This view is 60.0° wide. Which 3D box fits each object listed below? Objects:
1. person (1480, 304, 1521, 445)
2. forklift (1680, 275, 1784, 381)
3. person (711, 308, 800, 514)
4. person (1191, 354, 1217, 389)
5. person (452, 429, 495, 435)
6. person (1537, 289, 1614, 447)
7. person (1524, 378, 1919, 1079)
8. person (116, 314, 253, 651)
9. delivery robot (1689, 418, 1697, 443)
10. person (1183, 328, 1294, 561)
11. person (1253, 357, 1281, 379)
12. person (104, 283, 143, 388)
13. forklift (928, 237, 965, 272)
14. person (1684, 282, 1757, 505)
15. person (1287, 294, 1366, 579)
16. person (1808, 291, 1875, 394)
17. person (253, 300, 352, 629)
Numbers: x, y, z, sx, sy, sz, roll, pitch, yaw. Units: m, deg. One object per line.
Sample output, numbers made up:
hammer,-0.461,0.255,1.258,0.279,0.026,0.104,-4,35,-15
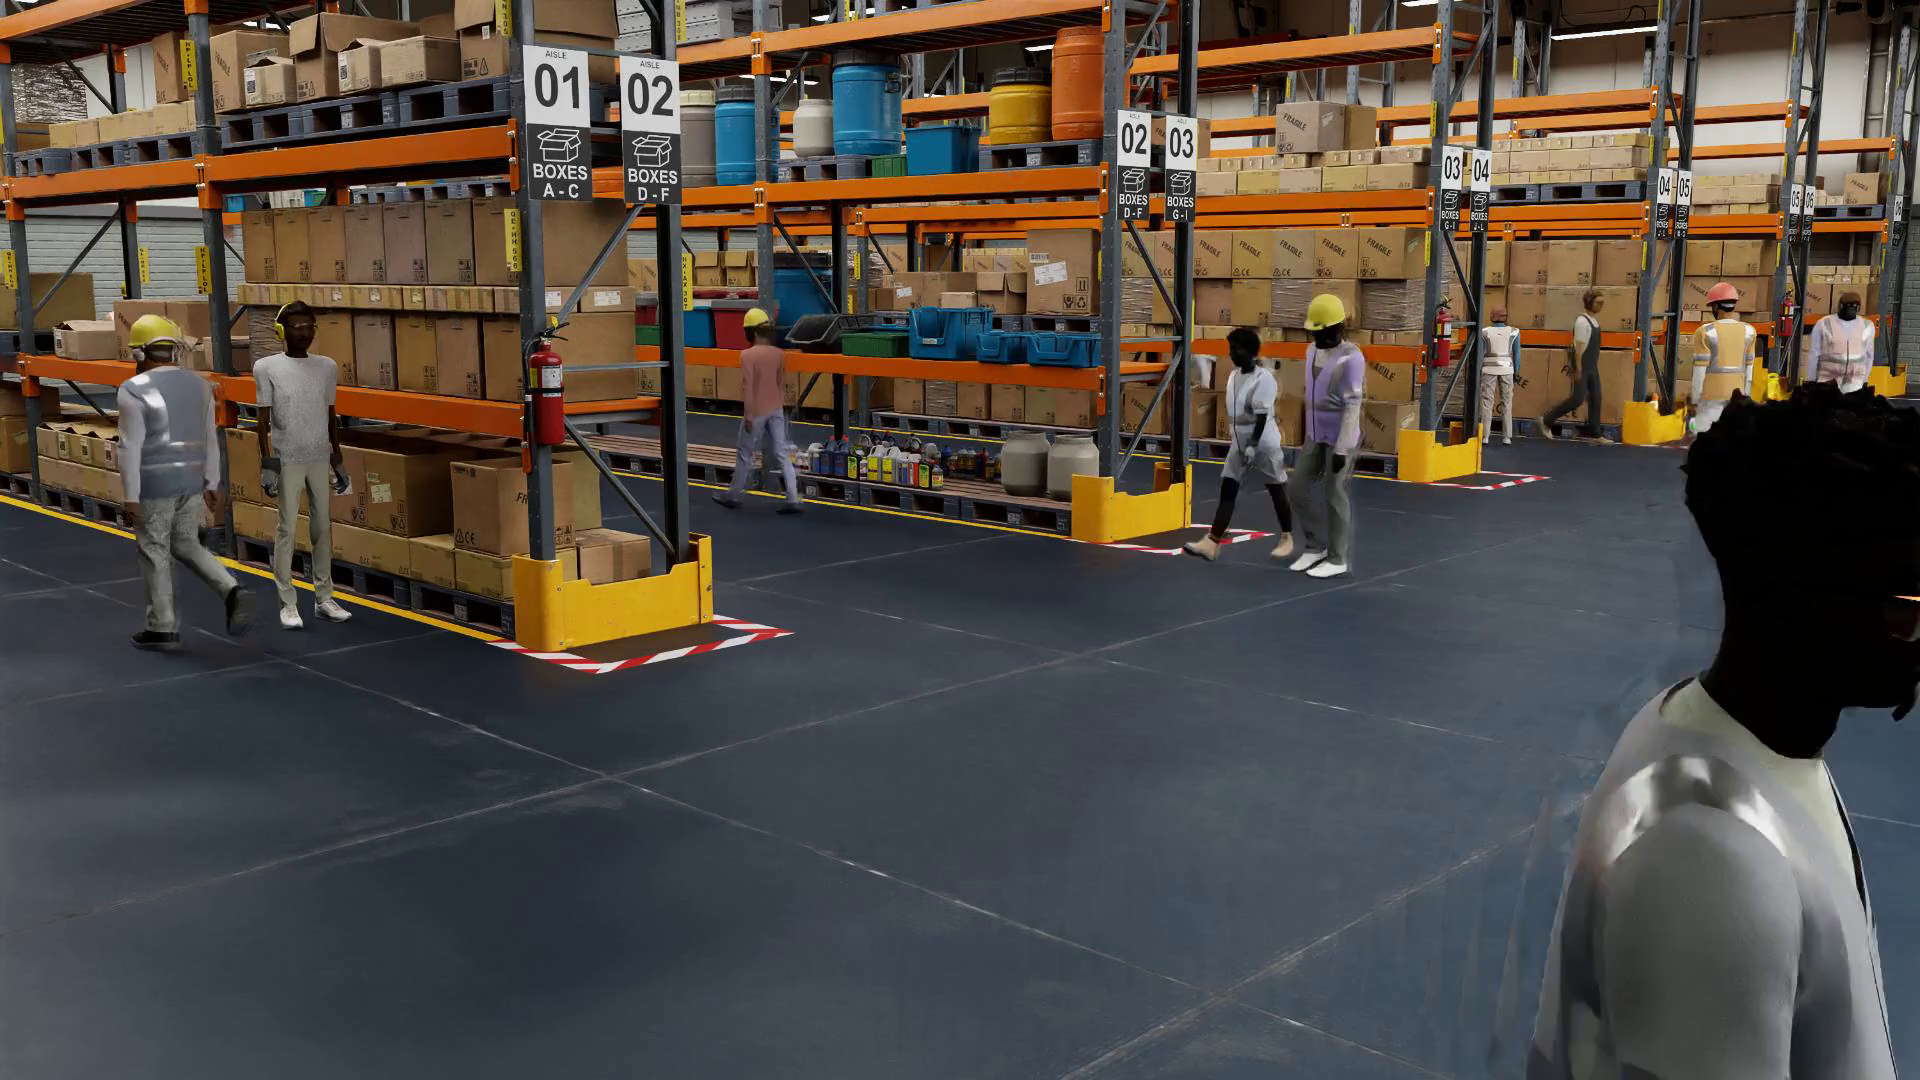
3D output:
person,6.256,-1.919,19.378,0.514,1.640,0.310,2,9,9
forklift,12.480,-3.427,27.053,1.214,2.155,2.313,9,13,43
person,-1.693,-1.081,13.990,0.922,1.711,0.549,7,11,35
person,3.062,-2.370,21.508,0.804,1.861,0.582,8,12,40
person,-3.587,-0.757,12.398,0.855,1.591,0.516,8,12,40
person,7.247,-2.019,19.461,0.806,1.824,0.515,7,12,38
person,0.909,0.809,1.729,0.806,1.934,0.620,6,11,31
person,-4.208,-0.302,8.943,0.612,1.810,0.595,3,10,18
delivery robot,8.403,-1.224,18.275,0.707,0.478,0.477,4,10,26
person,2.012,-0.654,11.598,0.908,1.633,0.545,-5,11,-28
person,4.042,-2.421,21.899,0.430,1.817,0.622,7,12,36
person,-9.068,-1.890,18.324,0.379,1.922,0.594,8,12,41
forklift,-0.326,-5.817,39.609,1.129,2.768,1.873,9,13,43
person,6.560,-1.252,14.388,0.543,1.934,0.362,-1,9,-6
person,2.410,-0.669,10.961,0.507,1.880,0.676,-4,10,-22
person,9.399,-1.749,17.783,0.622,1.822,0.659,3,10,15
person,-3.787,-0.440,9.599,0.328,1.874,0.512,8,12,41
